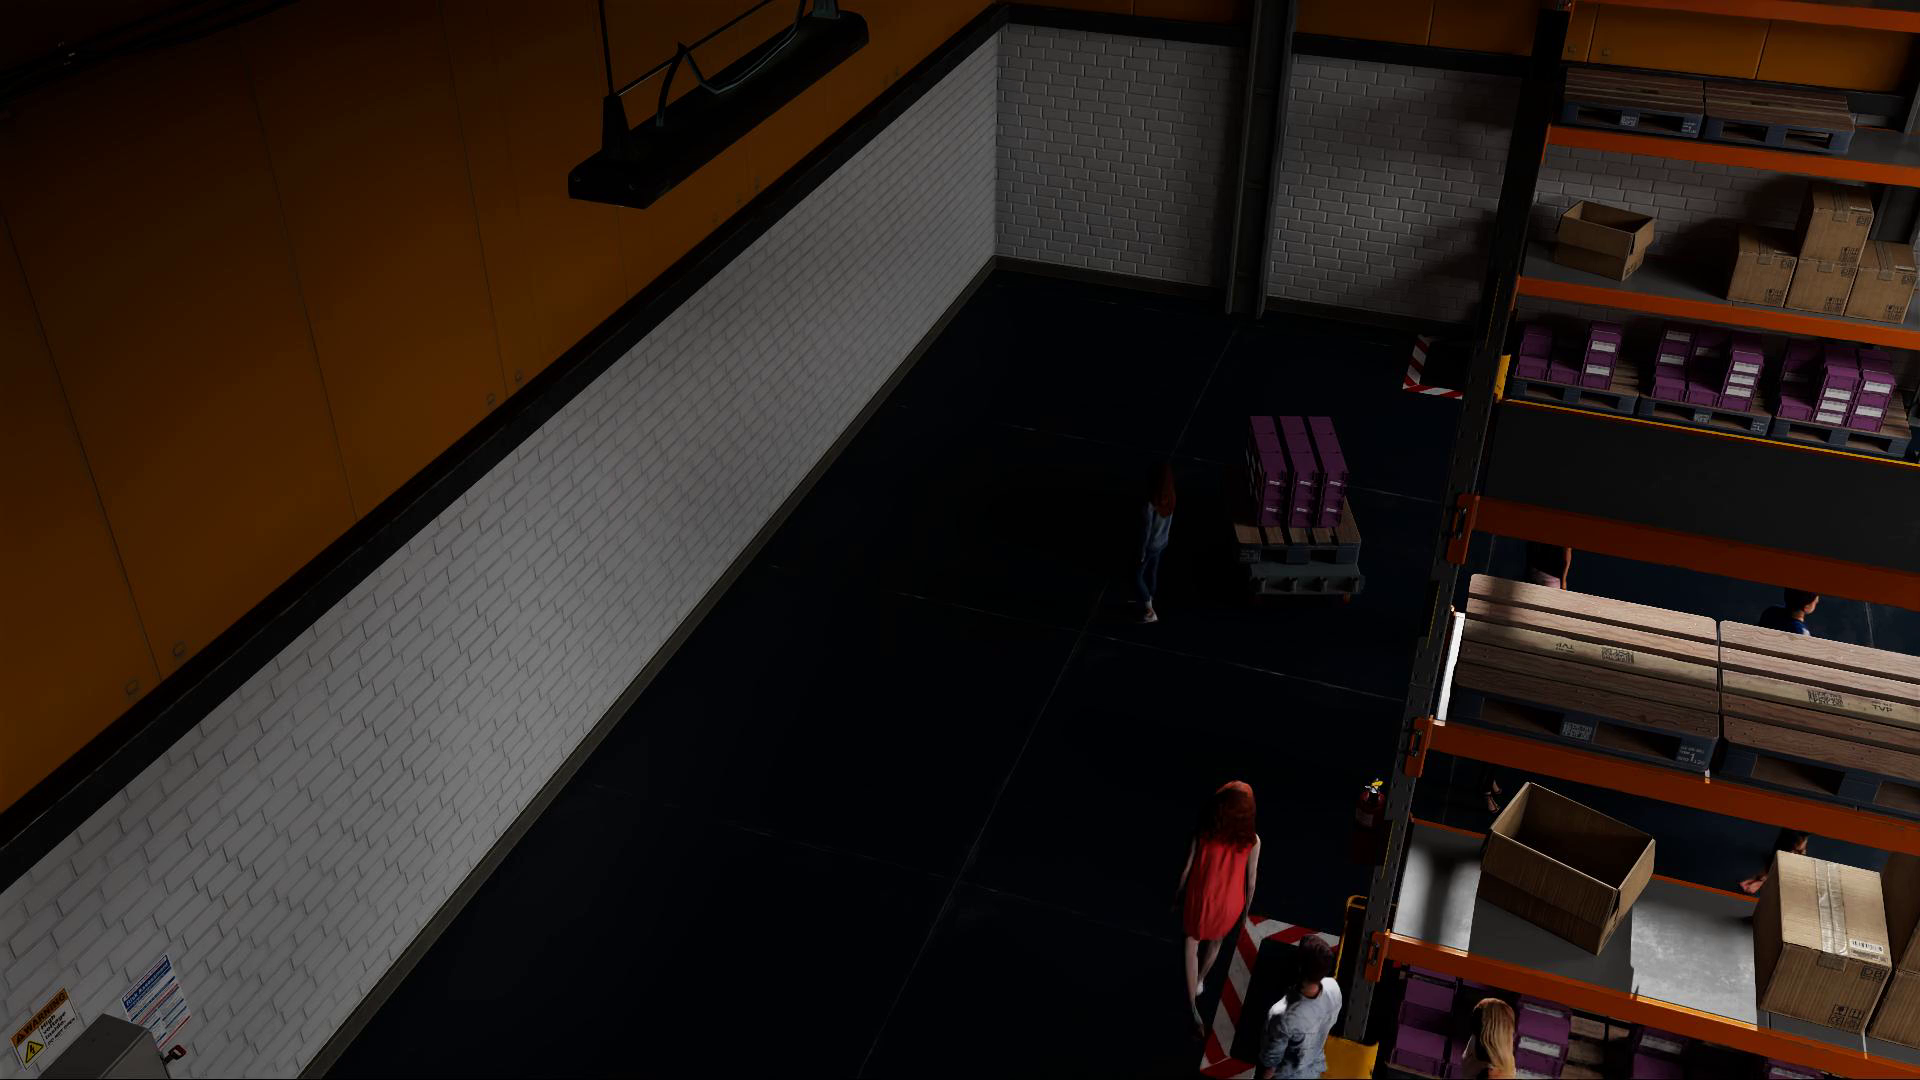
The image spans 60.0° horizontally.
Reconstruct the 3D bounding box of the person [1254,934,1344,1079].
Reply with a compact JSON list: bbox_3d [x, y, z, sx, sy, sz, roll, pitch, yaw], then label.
[{"bbox_3d":[1.779,2.839,8.665,0.917,1.820,1.043,-26,42,-34],"label":"person"}]

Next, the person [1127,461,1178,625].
[{"bbox_3d":[1.566,0.027,13.209,0.672,1.472,0.659,23,40,30],"label":"person"}]

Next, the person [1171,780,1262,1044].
[{"bbox_3d":[1.465,2.194,9.653,0.924,1.799,0.779,6,34,8],"label":"person"}]

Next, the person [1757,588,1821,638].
[{"bbox_3d":[5.506,1.030,11.345,0.772,1.865,0.755,-8,34,-12],"label":"person"}]
